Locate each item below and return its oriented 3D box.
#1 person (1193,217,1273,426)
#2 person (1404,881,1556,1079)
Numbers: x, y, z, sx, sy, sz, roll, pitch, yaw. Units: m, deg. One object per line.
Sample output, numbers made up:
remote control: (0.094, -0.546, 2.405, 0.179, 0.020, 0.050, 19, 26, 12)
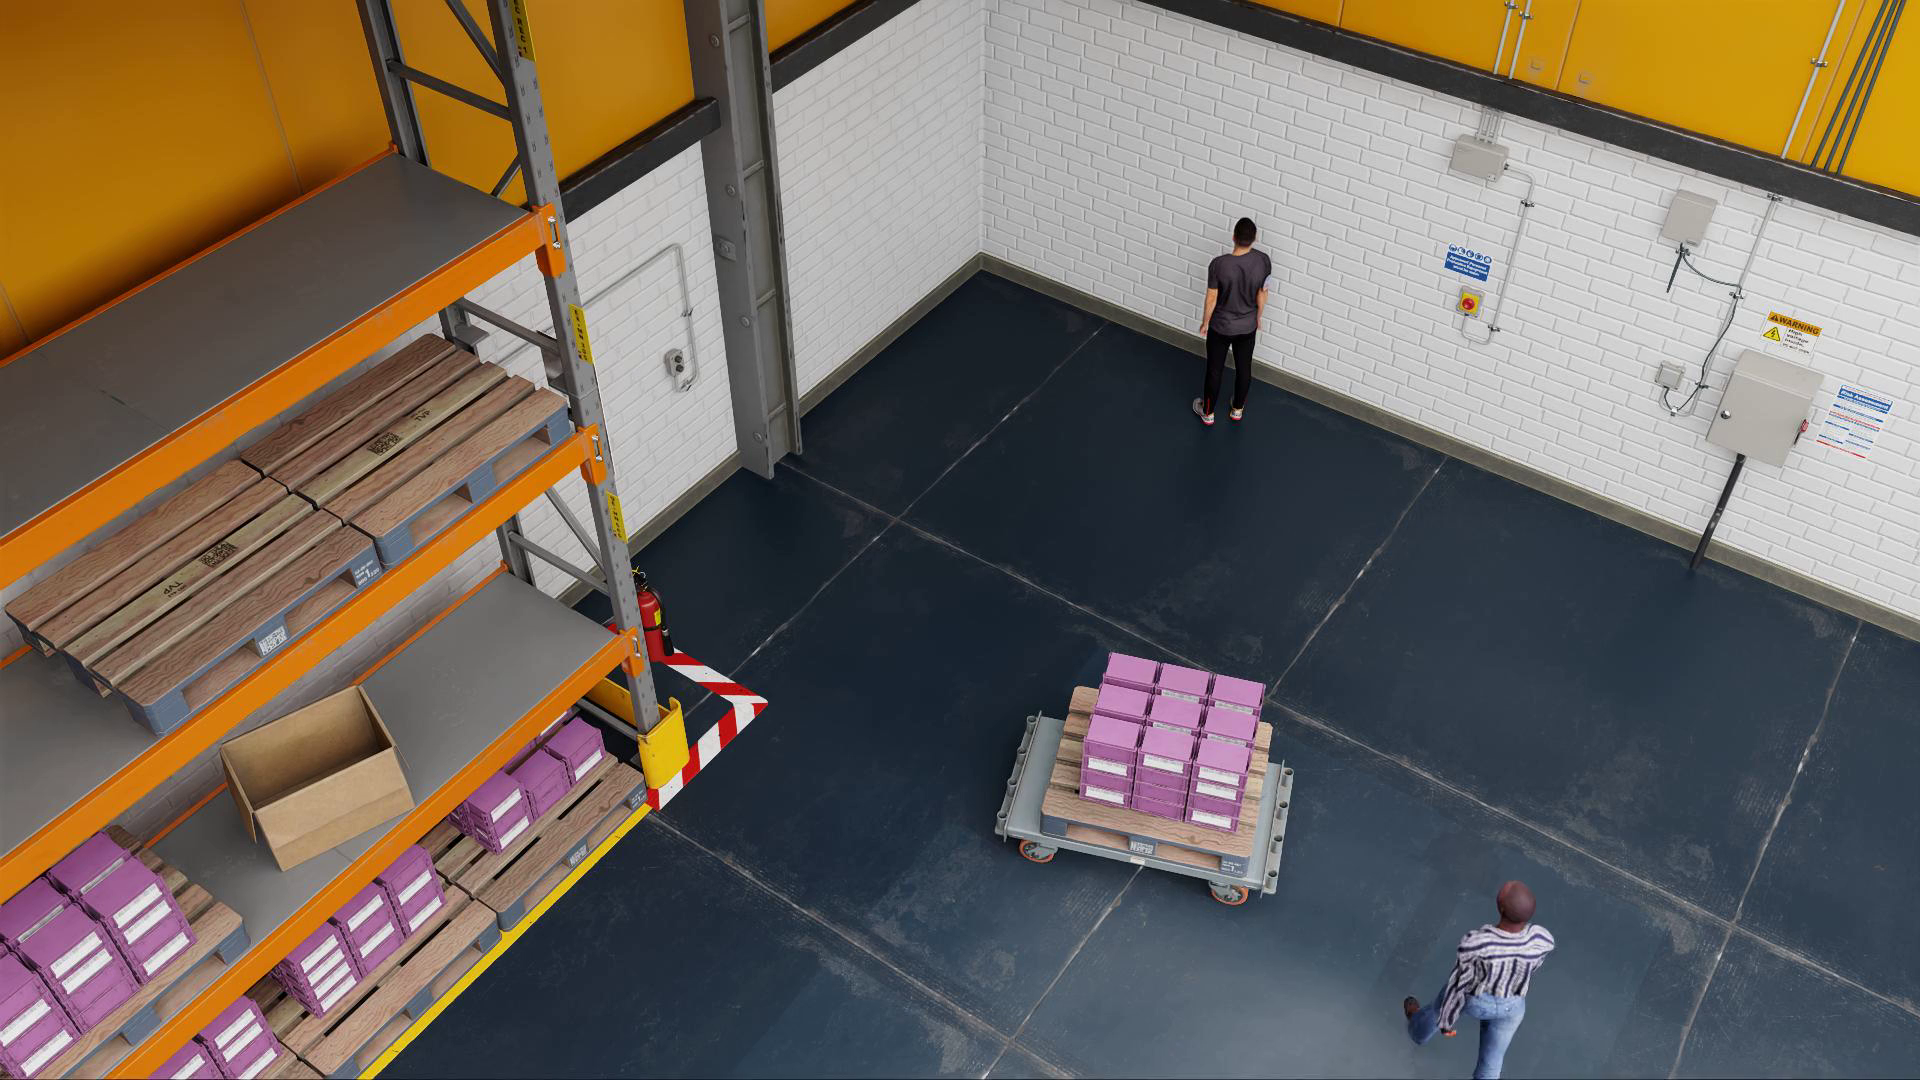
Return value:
person: (2.021, -1.608, 12.323, 0.711, 1.765, 0.767, -6, 44, -7)
person: (2.612, 2.365, 8.156, 1.017, 1.760, 1.144, -1, 44, -1)
